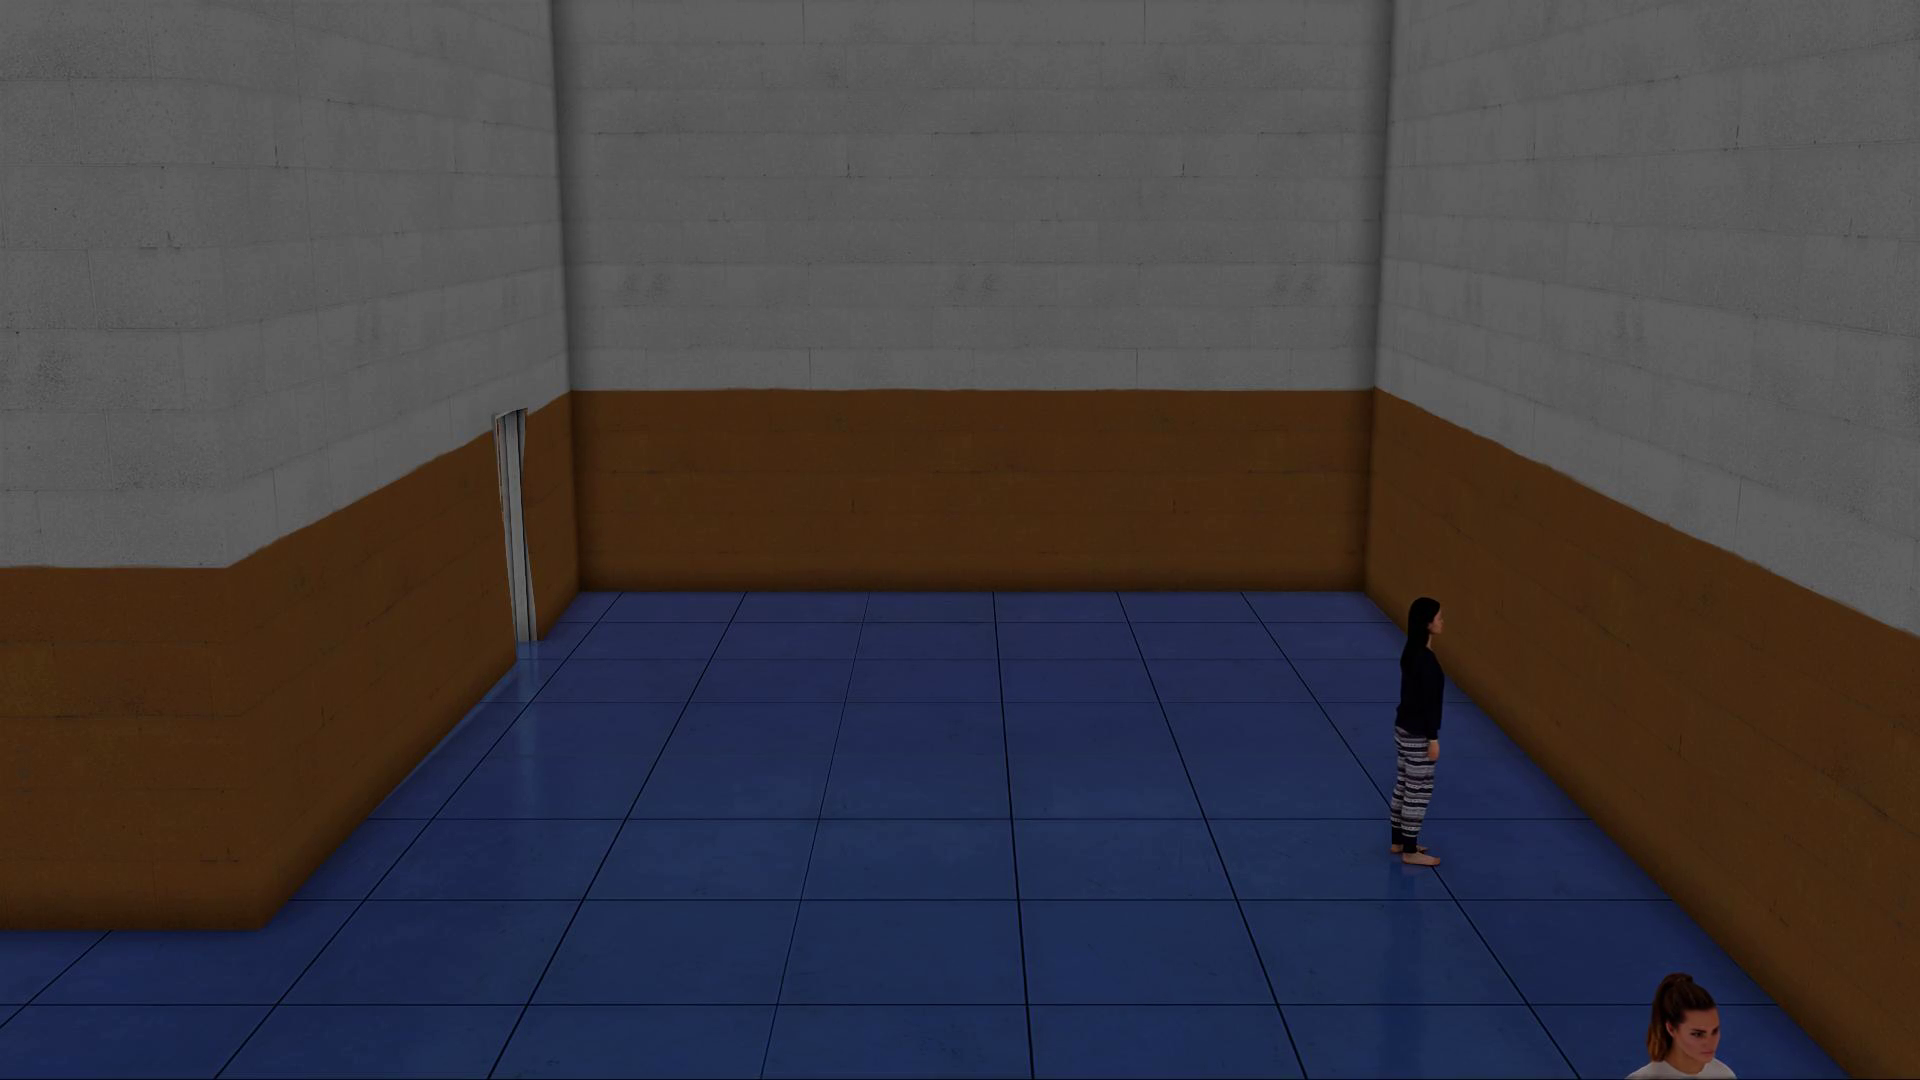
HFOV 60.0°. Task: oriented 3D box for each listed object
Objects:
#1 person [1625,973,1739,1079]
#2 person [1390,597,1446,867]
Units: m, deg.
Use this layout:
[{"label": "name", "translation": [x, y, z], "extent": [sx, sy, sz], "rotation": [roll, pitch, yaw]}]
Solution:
[{"label": "person", "translation": [2.372, 2.283, 5.577], "extent": [0.563, 1.719, 0.725], "rotation": [-3, 12, -16]}, {"label": "person", "translation": [2.922, 1.208, 10.647], "extent": [0.508, 1.734, 0.604], "rotation": [0, 12, -2]}]
